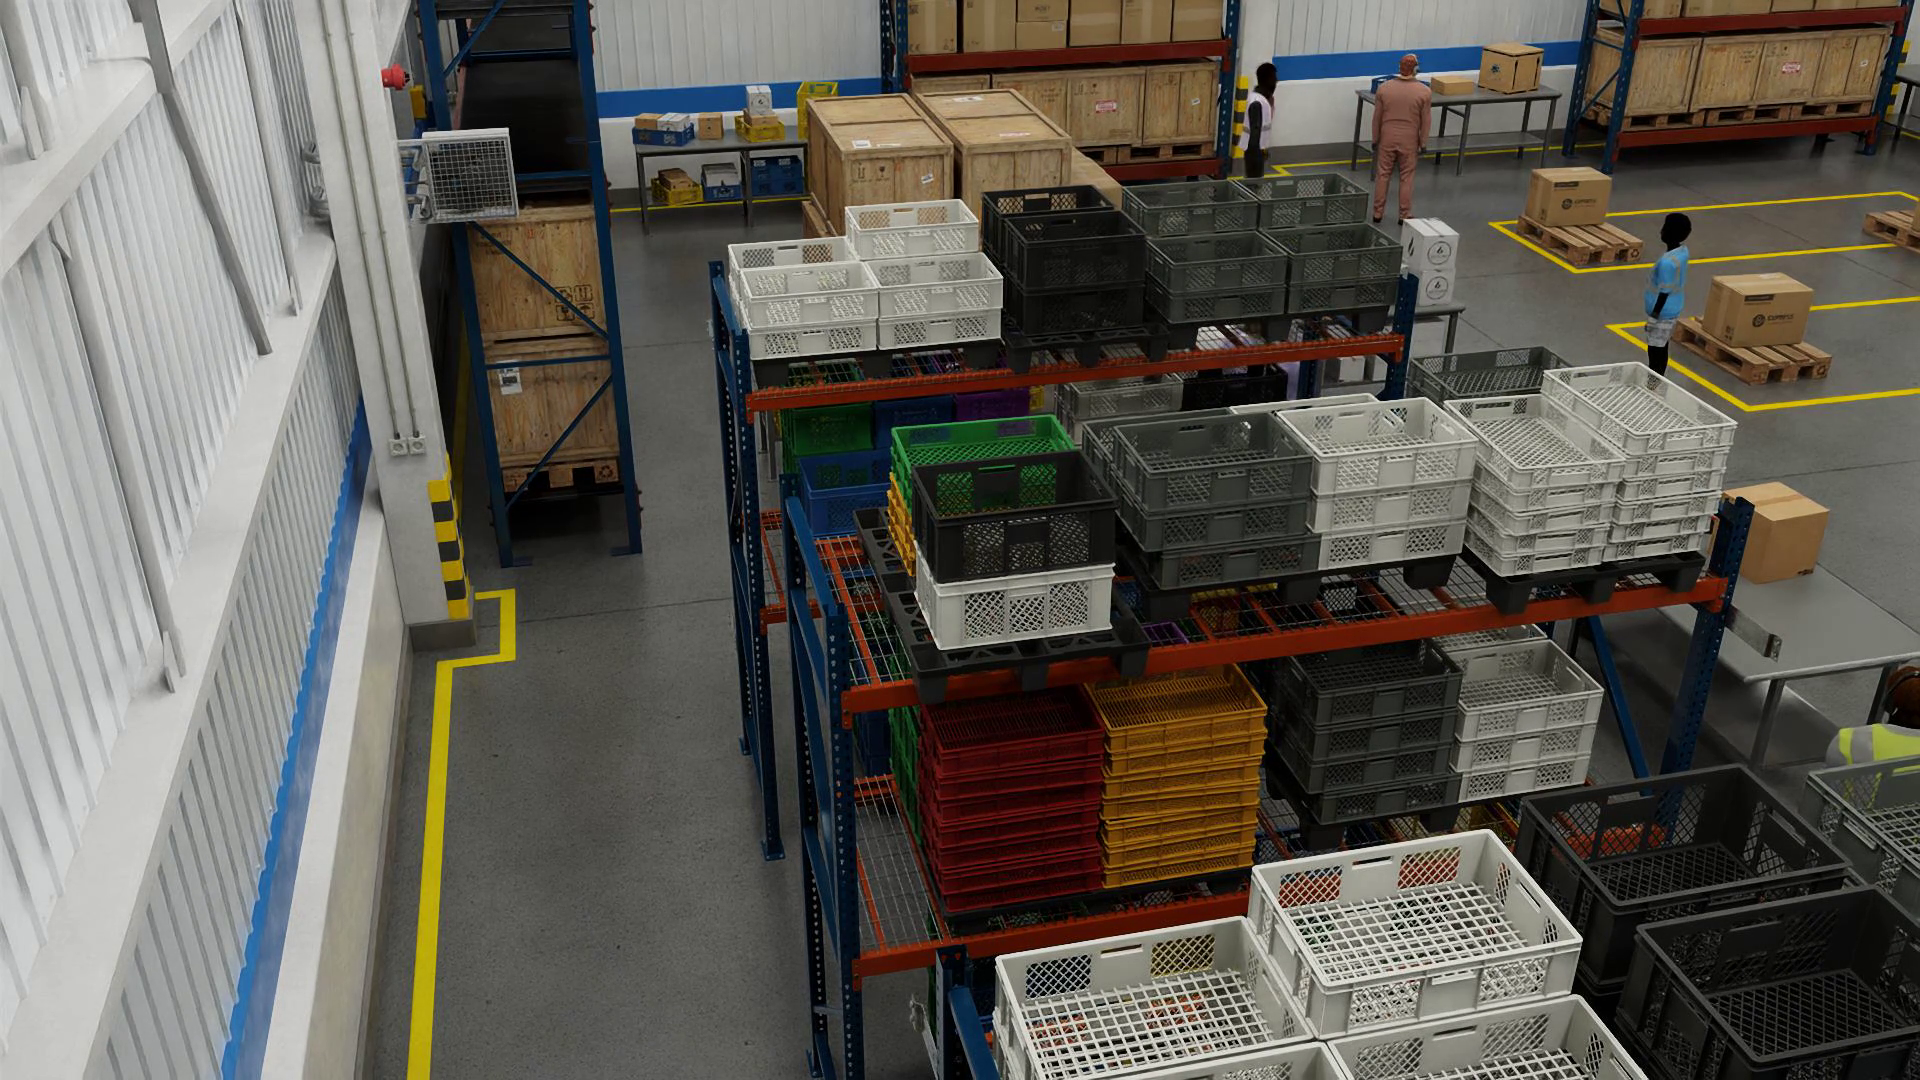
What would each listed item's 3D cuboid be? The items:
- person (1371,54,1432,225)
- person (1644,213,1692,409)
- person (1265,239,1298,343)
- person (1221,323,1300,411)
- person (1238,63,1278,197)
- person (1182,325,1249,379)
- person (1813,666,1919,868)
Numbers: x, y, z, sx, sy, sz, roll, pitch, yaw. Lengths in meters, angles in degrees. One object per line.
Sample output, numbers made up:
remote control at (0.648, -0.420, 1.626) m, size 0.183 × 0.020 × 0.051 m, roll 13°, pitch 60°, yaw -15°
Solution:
person at (5.007, -4.554, 18.918) m, size 0.648 × 1.904 × 0.401 m, roll 13°, pitch 30°, yaw 22°
person at (5.994, -1.962, 14.219) m, size 0.321 × 1.697 × 0.530 m, roll 17°, pitch 32°, yaw 29°
person at (2.532, -1.478, 13.122) m, size 0.328 × 1.868 × 0.518 m, roll 11°, pitch 30°, yaw 20°
person at (2.066, -0.751, 11.713) m, size 0.638 × 1.899 × 0.980 m, roll 15°, pitch 31°, yaw 25°
person at (3.304, -4.338, 18.534) m, size 0.538 × 1.921 × 0.625 m, roll 7°, pitch 29°, yaw 13°
person at (1.863, -0.983, 12.181) m, size 0.359 × 1.878 × 0.579 m, roll -24°, pitch 36°, yaw -38°
person at (4.211, 1.405, 7.694) m, size 0.629 × 1.836 × 0.430 m, roll 5°, pitch 28°, yaw 10°
